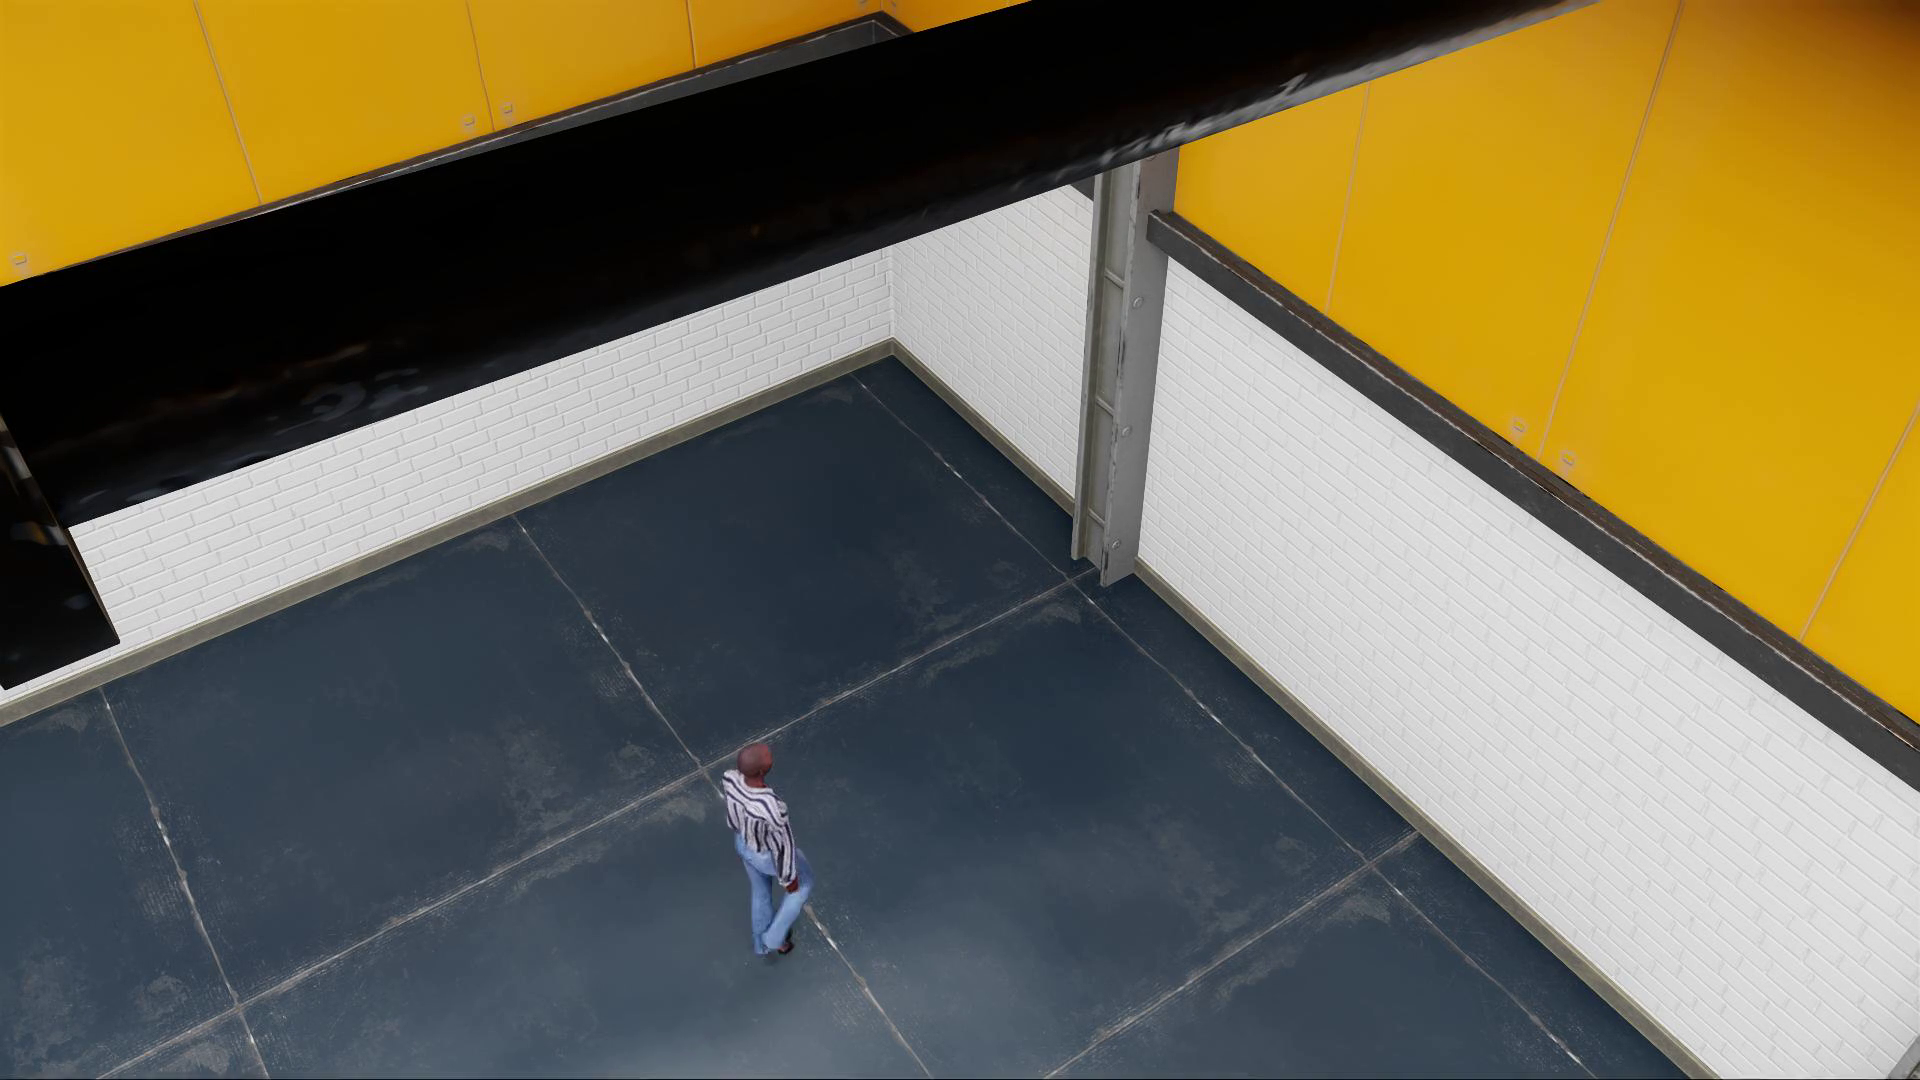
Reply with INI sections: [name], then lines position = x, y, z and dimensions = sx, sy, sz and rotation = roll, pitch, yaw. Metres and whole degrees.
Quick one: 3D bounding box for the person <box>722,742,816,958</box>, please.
[person]
position = -1.123, 1.788, 9.126
dimensions = 0.633, 1.782, 0.784
rotation = 31, 51, 28
